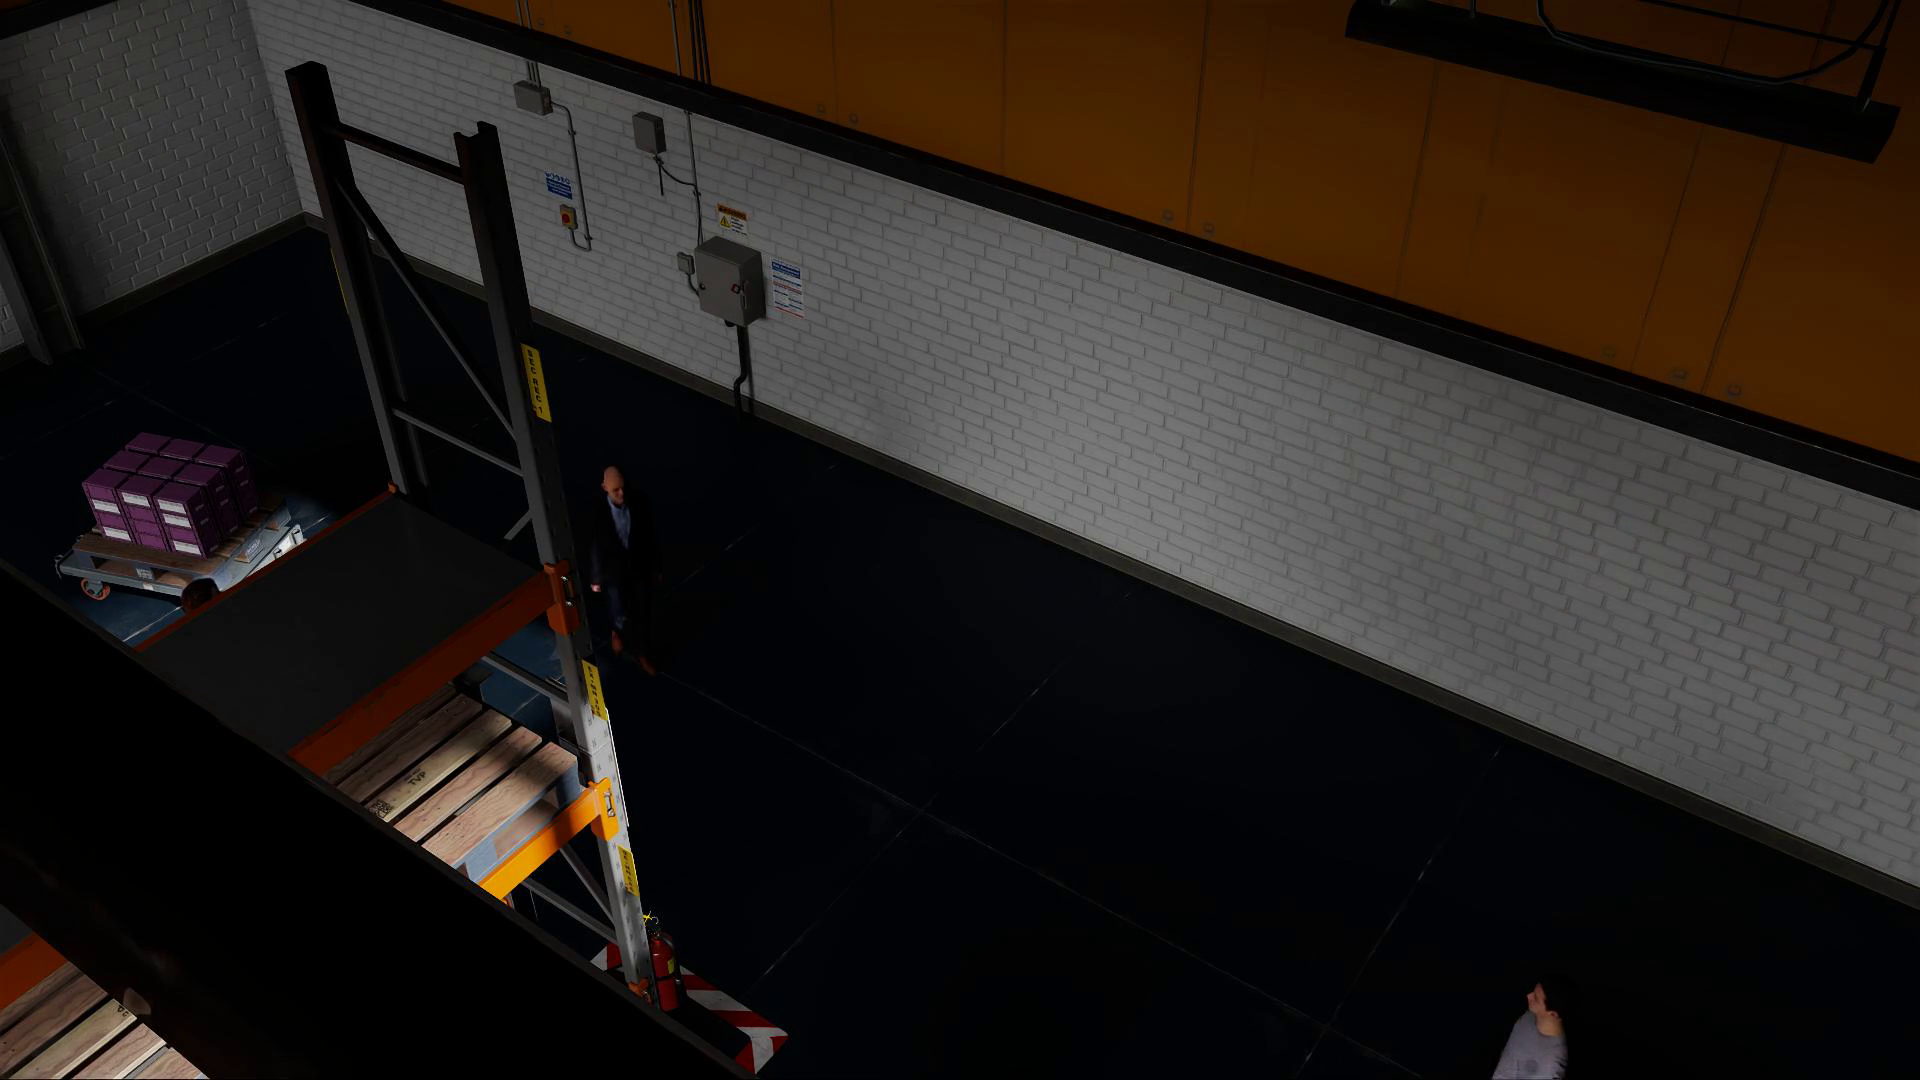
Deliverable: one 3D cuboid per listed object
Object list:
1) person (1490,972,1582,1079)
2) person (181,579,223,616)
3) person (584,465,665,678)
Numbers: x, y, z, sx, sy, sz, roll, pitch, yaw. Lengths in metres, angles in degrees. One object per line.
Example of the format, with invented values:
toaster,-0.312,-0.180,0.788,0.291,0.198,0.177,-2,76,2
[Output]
person,2.950,2.864,8.499,0.993,1.832,1.187,11,40,13
person,-4.729,0.964,10.898,0.701,1.806,0.618,32,48,33
person,-2.426,0.164,11.912,0.872,1.791,0.930,-16,41,-19
